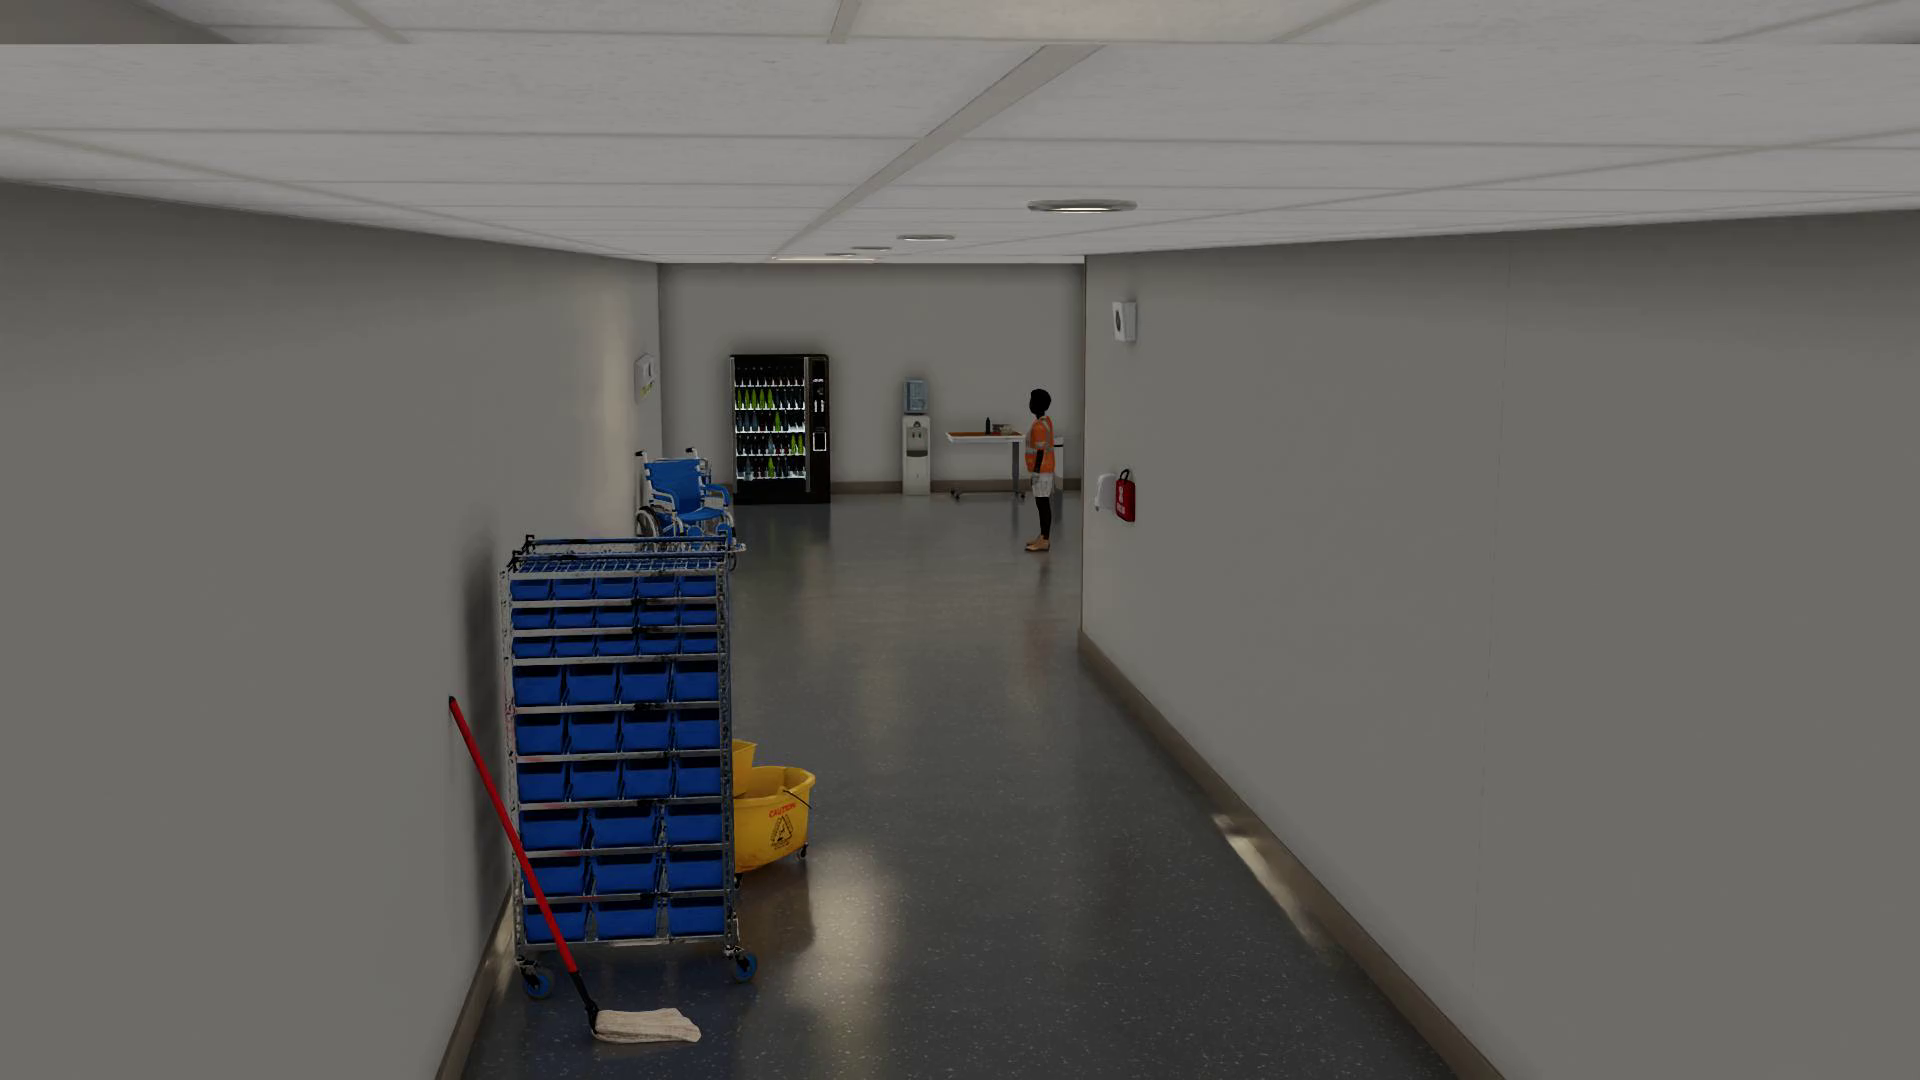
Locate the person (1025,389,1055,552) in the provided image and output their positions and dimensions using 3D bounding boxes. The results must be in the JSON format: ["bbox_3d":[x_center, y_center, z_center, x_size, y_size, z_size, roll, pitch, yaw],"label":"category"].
[{"bbox_3d":[0.832,-0.727,17.333,0.318,1.697,0.533,1,9,8],"label":"person"}]
